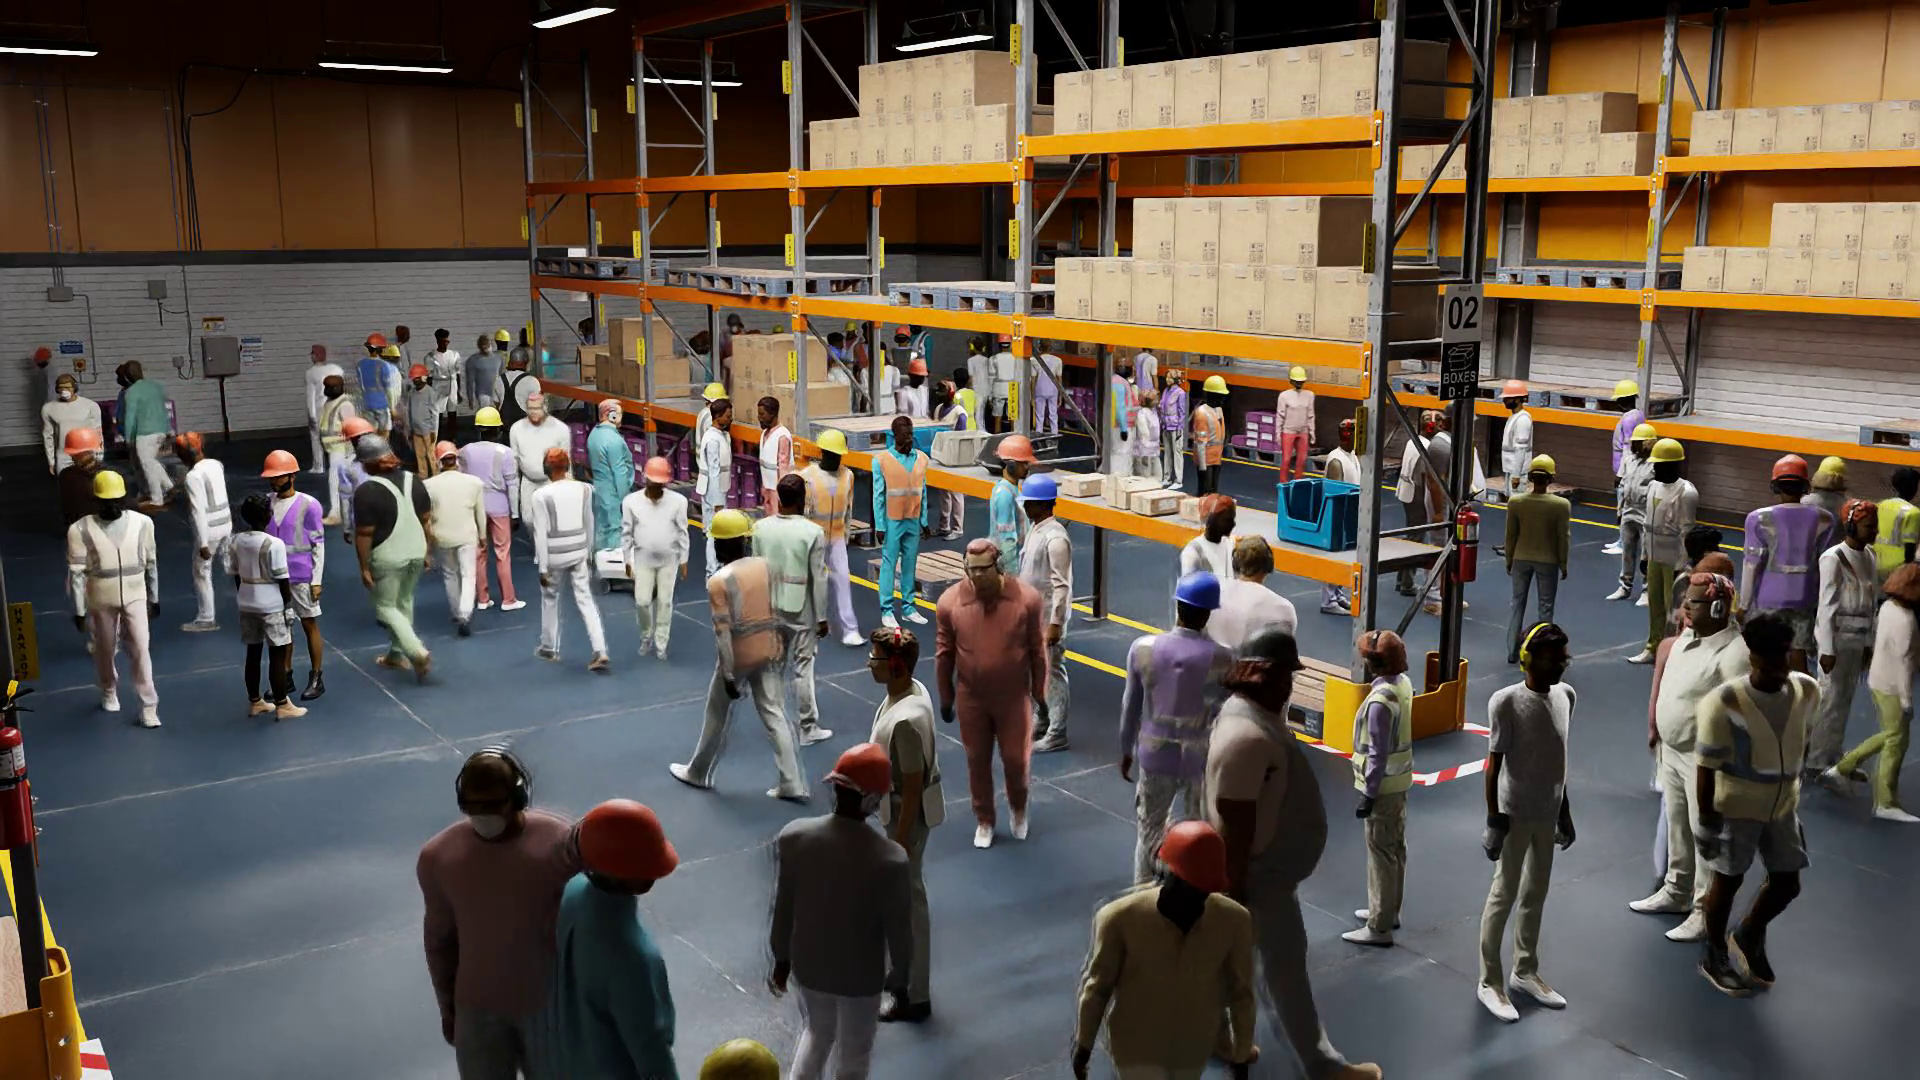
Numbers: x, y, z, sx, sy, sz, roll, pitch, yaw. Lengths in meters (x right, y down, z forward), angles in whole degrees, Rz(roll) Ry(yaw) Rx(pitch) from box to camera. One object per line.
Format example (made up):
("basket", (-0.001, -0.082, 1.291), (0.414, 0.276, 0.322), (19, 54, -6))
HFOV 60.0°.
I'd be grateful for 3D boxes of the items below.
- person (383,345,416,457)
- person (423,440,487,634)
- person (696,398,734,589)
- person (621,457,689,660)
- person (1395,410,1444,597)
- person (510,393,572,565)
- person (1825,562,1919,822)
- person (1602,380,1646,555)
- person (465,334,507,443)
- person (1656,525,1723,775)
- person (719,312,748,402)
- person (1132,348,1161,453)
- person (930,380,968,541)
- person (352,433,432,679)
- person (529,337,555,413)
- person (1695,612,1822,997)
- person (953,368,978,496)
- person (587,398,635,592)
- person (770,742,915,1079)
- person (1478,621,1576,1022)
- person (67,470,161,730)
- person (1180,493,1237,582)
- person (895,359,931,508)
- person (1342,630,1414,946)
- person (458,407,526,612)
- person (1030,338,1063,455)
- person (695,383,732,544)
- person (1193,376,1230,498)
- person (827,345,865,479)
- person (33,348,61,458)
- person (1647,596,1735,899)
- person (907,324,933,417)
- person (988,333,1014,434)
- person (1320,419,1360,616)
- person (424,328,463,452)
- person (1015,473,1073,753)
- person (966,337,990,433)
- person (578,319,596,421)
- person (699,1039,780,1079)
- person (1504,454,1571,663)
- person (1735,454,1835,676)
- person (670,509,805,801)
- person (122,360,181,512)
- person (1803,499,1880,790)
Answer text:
("person", (-8.535, -2.093, 25.336), (0.803, 1.738, 0.540), (2, 11, 10))
("person", (-4.510, -0.030, 14.843), (0.570, 1.719, 0.776), (-3, 11, -14))
("person", (-2.414, -0.454, 16.523), (0.405, 1.909, 0.597), (-1, 11, -3))
("person", (-2.535, 0.158, 13.858), (0.561, 1.724, 0.375), (-2, 11, -9))
("person", (4.477, -0.359, 16.250), (0.417, 1.828, 0.561), (0, 11, 2))
("person", (-4.366, -0.604, 17.346), (0.686, 1.888, 0.462), (0, 11, 1))
("person", (5.704, 0.927, 10.213), (0.447, 1.628, 0.519), (3, 12, 17))
("person", (7.279, -0.793, 18.215), (0.378, 1.922, 0.585), (6, 13, 28))
("person", (-7.281, -2.220, 25.606), (0.635, 1.902, 1.015), (-10, 15, -42))
("person", (4.816, 0.731, 10.987), (0.320, 1.697, 0.537), (7, 13, 34))
("person", (-3.965, -3.080, 29.615), (0.706, 2.000, 0.757), (0, 11, 0))
("person", (2.907, -2.261, 25.924), (0.338, 1.845, 0.514), (-9, 14, -40))
("person", (-0.119, -0.916, 19.035), (0.388, 1.848, 0.564), (-8, 13, -34))
("person", (-4.506, 0.109, 13.297), (0.796, 2.000, 0.709), (6, 13, 28))
("person", (-6.641, -2.393, 26.673), (0.553, 1.821, 0.598), (0, 11, -2))
("person", (3.710, 1.252, 7.767), (0.650, 1.917, 0.576), (-2, 11, -8))
("person", (0.038, -1.440, 22.097), (0.318, 1.698, 0.539), (8, 14, 36))
("person", (-3.422, -0.446, 16.472), (0.410, 1.912, 0.643), (-8, 13, -34))
("person", (-0.453, 1.622, 6.345), (0.589, 1.724, 0.475), (5, 12, 24))
("person", (2.649, 1.287, 7.711), (0.532, 1.867, 0.319), (-6, 12, -27))
("person", (-6.198, 0.408, 12.207), (0.611, 1.879, 0.998), (-9, 14, -37))
("person", (1.670, 0.602, 11.204), (0.461, 1.871, 0.599), (9, 14, 39))
("person", (-0.566, -1.307, 20.842), (0.436, 1.925, 0.629), (8, 13, 35))
("person", (2.150, 1.252, 8.478), (0.310, 1.639, 0.514), (6, 12, 27))
("person", (-4.396, -0.284, 15.595), (0.587, 1.928, 0.382), (3, 11, 14))
("person", (1.328, -2.215, 25.689), (0.508, 1.846, 0.345), (0, 11, -2))
("person", (-2.791, -0.872, 18.879), (0.404, 1.823, 0.597), (-4, 12, -17))
("person", (2.837, -0.901, 18.790), (0.390, 1.919, 0.583), (6, 13, 29))
("person", (-1.678, -1.729, 22.981), (0.655, 1.934, 0.620), (5, 12, 22))
("person", (-13.827, -2.066, 25.282), (0.376, 1.715, 0.621), (-8, 14, -36))
("person", (4.016, 1.085, 9.056), (0.393, 1.747, 0.551), (-10, 15, -43))
("person", (-0.788, -3.163, 30.586), (0.635, 1.832, 0.429), (9, 14, 39))
("person", (0.684, -2.248, 25.656), (0.549, 1.930, 0.378), (-1, 11, -7))
("person", (3.534, -0.218, 15.492), (0.387, 1.838, 0.563), (6, 12, 26))
("person", (-8.059, -2.329, 25.998), (0.371, 1.958, 0.598), (9, 14, 39))
("person", (0.576, 0.501, 11.524), (0.405, 1.946, 0.610), (-3, 11, -14))
("person", (0.311, -2.189, 25.581), (0.438, 1.840, 0.585), (8, 14, 36))
("person", (-6.371, -2.832, 28.637), (0.375, 1.933, 0.625), (-3, 11, -14))
("person", (-0.554, 2.058, 4.119), (0.490, 1.730, 0.324), (3, 11, 16))
("person", (4.747, 0.173, 13.700), (0.527, 1.760, 0.333), (8, 14, 35))
("person", (5.789, 0.415, 11.733), (0.609, 2.040, 0.394), (1, 11, 3))
("person", (-1.405, 0.726, 10.576), (1.010, 1.872, 0.592), (8, 14, 36))
("person", (-10.170, -1.305, 20.868), (0.487, 1.907, 0.690), (1, 11, 7))
("person", (5.768, 0.670, 10.832), (0.575, 1.883, 0.355), (-9, 14, -37))
